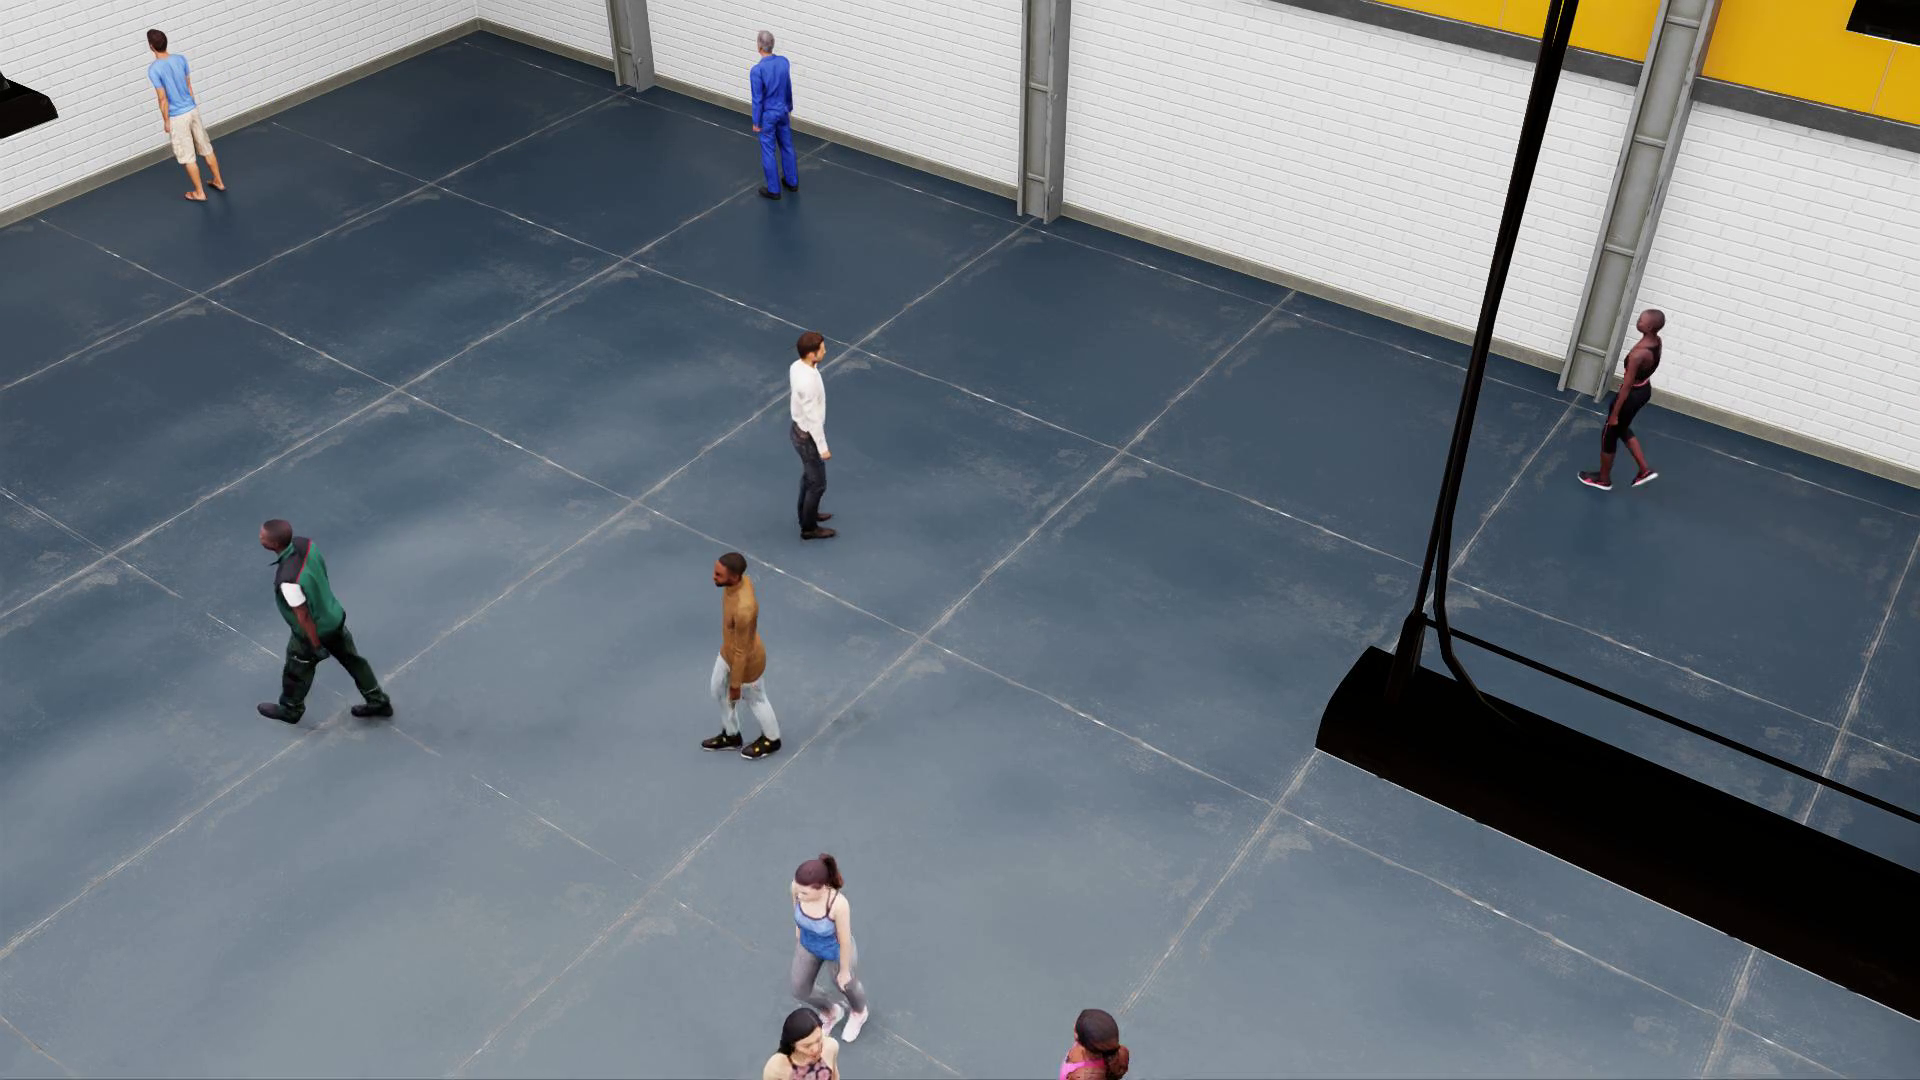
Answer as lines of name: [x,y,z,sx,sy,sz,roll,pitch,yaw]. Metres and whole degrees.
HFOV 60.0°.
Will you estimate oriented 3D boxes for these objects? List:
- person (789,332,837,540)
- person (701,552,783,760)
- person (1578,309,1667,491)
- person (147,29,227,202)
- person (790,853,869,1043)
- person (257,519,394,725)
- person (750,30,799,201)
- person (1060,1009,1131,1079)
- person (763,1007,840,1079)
person: [-1.214,-0.803,13.178,0.815,1.859,0.730,-10,40,-12]
person: [-1.379,0.779,11.244,0.933,1.799,0.882,-12,40,-14]
person: [5.589,-1.095,13.633,0.878,1.746,0.673,31,48,33]
person: [-8.375,-4.582,17.906,0.588,1.863,0.672,18,42,21]
person: [-0.726,2.300,9.512,0.573,1.584,0.676,20,43,23]
person: [-4.348,0.599,11.477,1.254,1.790,1.082,2,39,2]
person: [-2.017,-4.586,17.940,0.605,1.826,0.765,31,48,33]
person: [0.718,3.025,8.512,1.138,1.699,0.738,13,41,16]
person: [-0.842,2.941,8.595,0.982,1.726,1.239,-16,41,-20]
